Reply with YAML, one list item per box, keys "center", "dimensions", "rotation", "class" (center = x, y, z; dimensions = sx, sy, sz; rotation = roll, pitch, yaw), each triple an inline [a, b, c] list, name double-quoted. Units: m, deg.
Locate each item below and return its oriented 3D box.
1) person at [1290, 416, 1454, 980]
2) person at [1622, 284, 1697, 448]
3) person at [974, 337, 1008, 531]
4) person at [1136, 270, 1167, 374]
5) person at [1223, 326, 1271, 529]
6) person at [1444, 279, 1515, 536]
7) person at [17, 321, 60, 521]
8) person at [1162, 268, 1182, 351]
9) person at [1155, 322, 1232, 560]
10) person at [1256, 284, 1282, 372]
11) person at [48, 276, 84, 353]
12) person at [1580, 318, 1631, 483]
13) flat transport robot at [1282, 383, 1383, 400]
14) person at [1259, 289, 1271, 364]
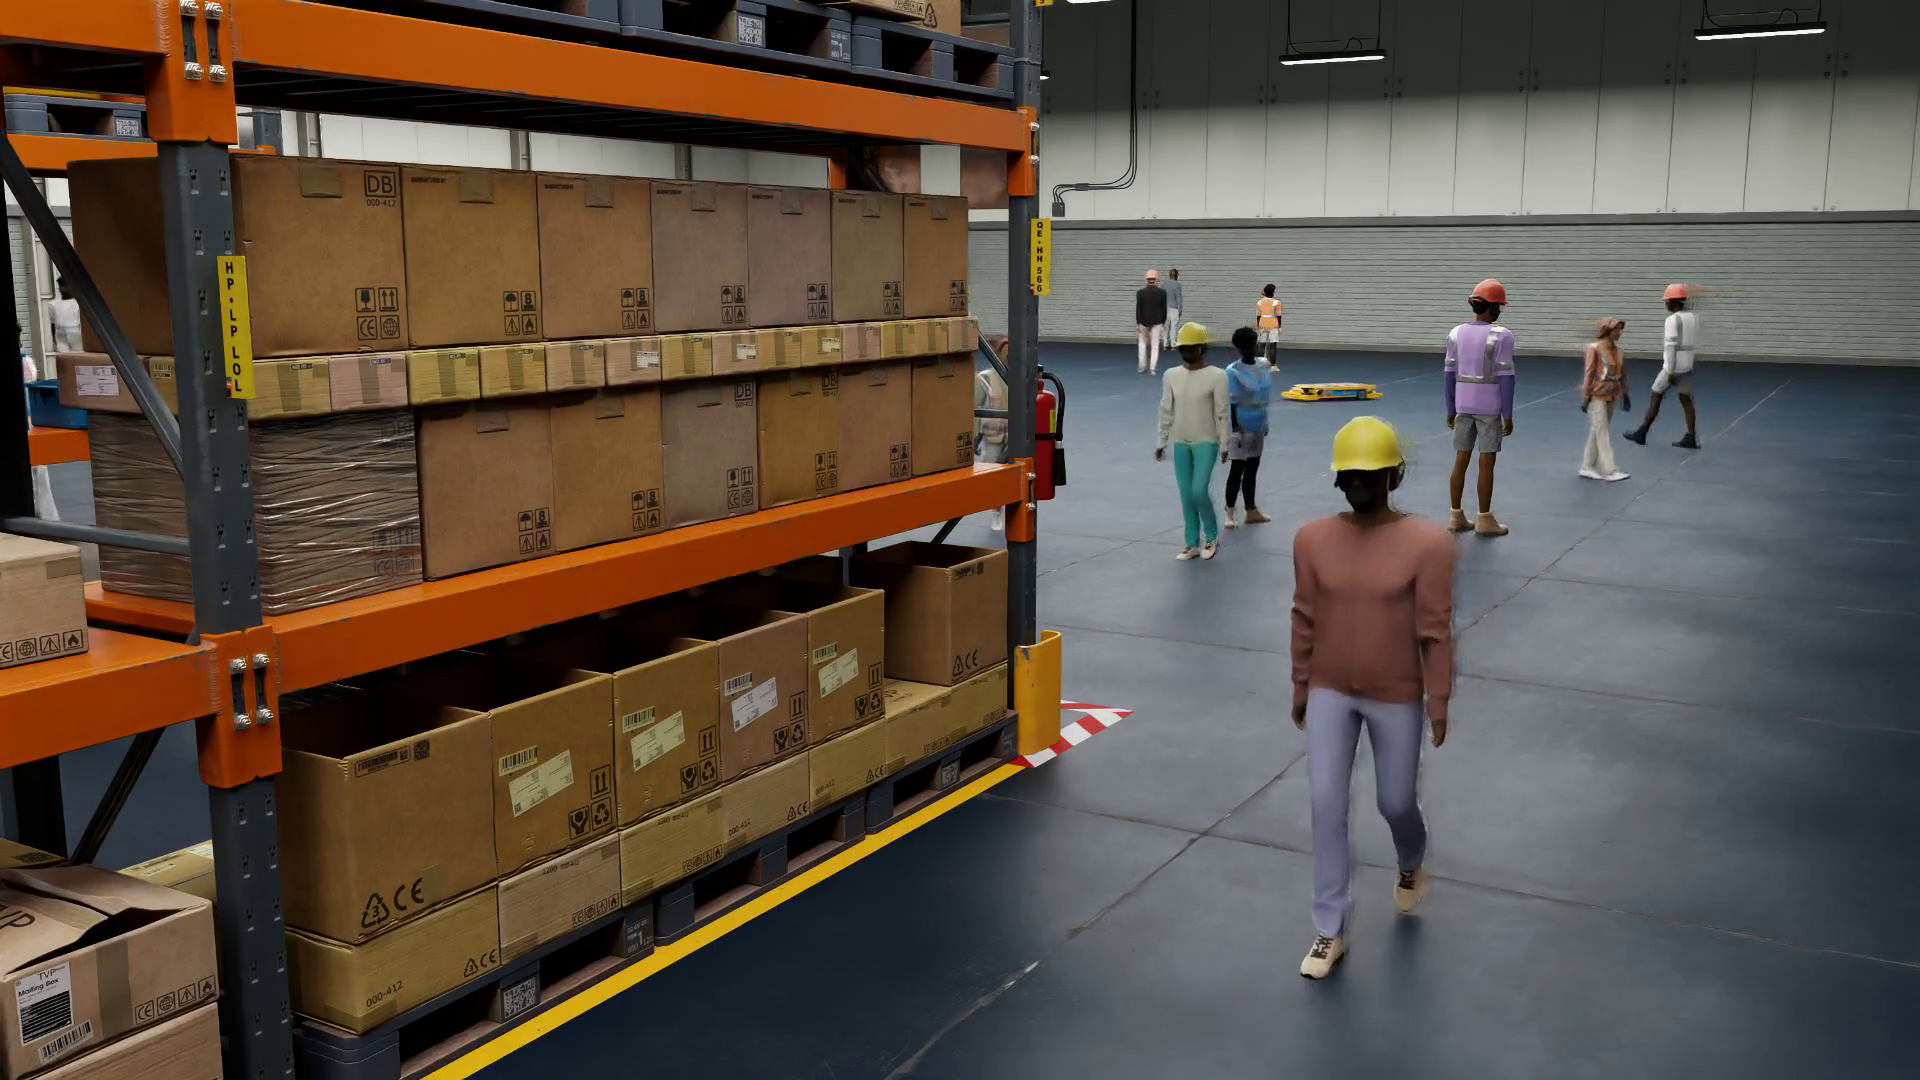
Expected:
- center: [1.315, 0.461, 5.308]
  dimensions: [0.531, 1.739, 0.737]
  rotation: [5, 11, 29]
  class: "person"
- center: [8.283, -2.034, 19.481]
  dimensions: [0.553, 1.895, 0.944]
  rotation: [-6, 12, -33]
  class: "person"
- center: [0.354, -0.814, 13.201]
  dimensions: [0.517, 1.600, 0.843]
  rotation: [0, 10, 1]
  class: "person"
- center: [3.613, -4.132, 31.552]
  dimensions: [0.623, 1.963, 0.834]
  rotation: [0, 10, -2]
  class: "person"
- center: [2.395, -0.925, 13.672]
  dimensions: [0.664, 1.663, 0.319]
  rotation: [-9, 13, -41]
  class: "person"
- center: [4.172, -1.054, 13.304]
  dimensions: [0.380, 2.041, 0.616]
  rotation: [-7, 12, -36]
  class: "person"
- center: [-7.148, -0.779, 12.438]
  dimensions: [0.969, 1.798, 0.642]
  rotation: [4, 10, 20]
  class: "person"
- center: [5.027, -5.447, 39.328]
  dimensions: [0.362, 1.939, 0.636]
  rotation: [-7, 12, -34]
  class: "person"
- center: [1.708, -0.700, 12.096]
  dimensions: [0.531, 1.756, 0.409]
  rotation: [8, 12, 39]
  class: "person"
- center: [5.943, -4.071, 31.975]
  dimensions: [0.535, 1.700, 0.318]
  rotation: [7, 12, 34]
  class: "person"
- center: [-13.753, -3.133, 25.782]
  dimensions: [0.611, 1.943, 0.805]
  rotation: [-1, 10, -7]
  class: "person"
- center: [6.427, -1.369, 16.370]
  dimensions: [0.543, 1.610, 0.687]
  rotation: [-7, 12, -35]
  class: "person"
- center: [5.802, -2.320, 25.892]
  dimensions: [1.431, 0.197, 0.652]
  rotation: [-4, 10, -22]
  class: "flat transport robot"
- center: [6.374, -4.481, 34.560]
  dimensions: [0.289, 1.633, 0.501]
  rotation: [0, 10, -2]
  class: "person"
